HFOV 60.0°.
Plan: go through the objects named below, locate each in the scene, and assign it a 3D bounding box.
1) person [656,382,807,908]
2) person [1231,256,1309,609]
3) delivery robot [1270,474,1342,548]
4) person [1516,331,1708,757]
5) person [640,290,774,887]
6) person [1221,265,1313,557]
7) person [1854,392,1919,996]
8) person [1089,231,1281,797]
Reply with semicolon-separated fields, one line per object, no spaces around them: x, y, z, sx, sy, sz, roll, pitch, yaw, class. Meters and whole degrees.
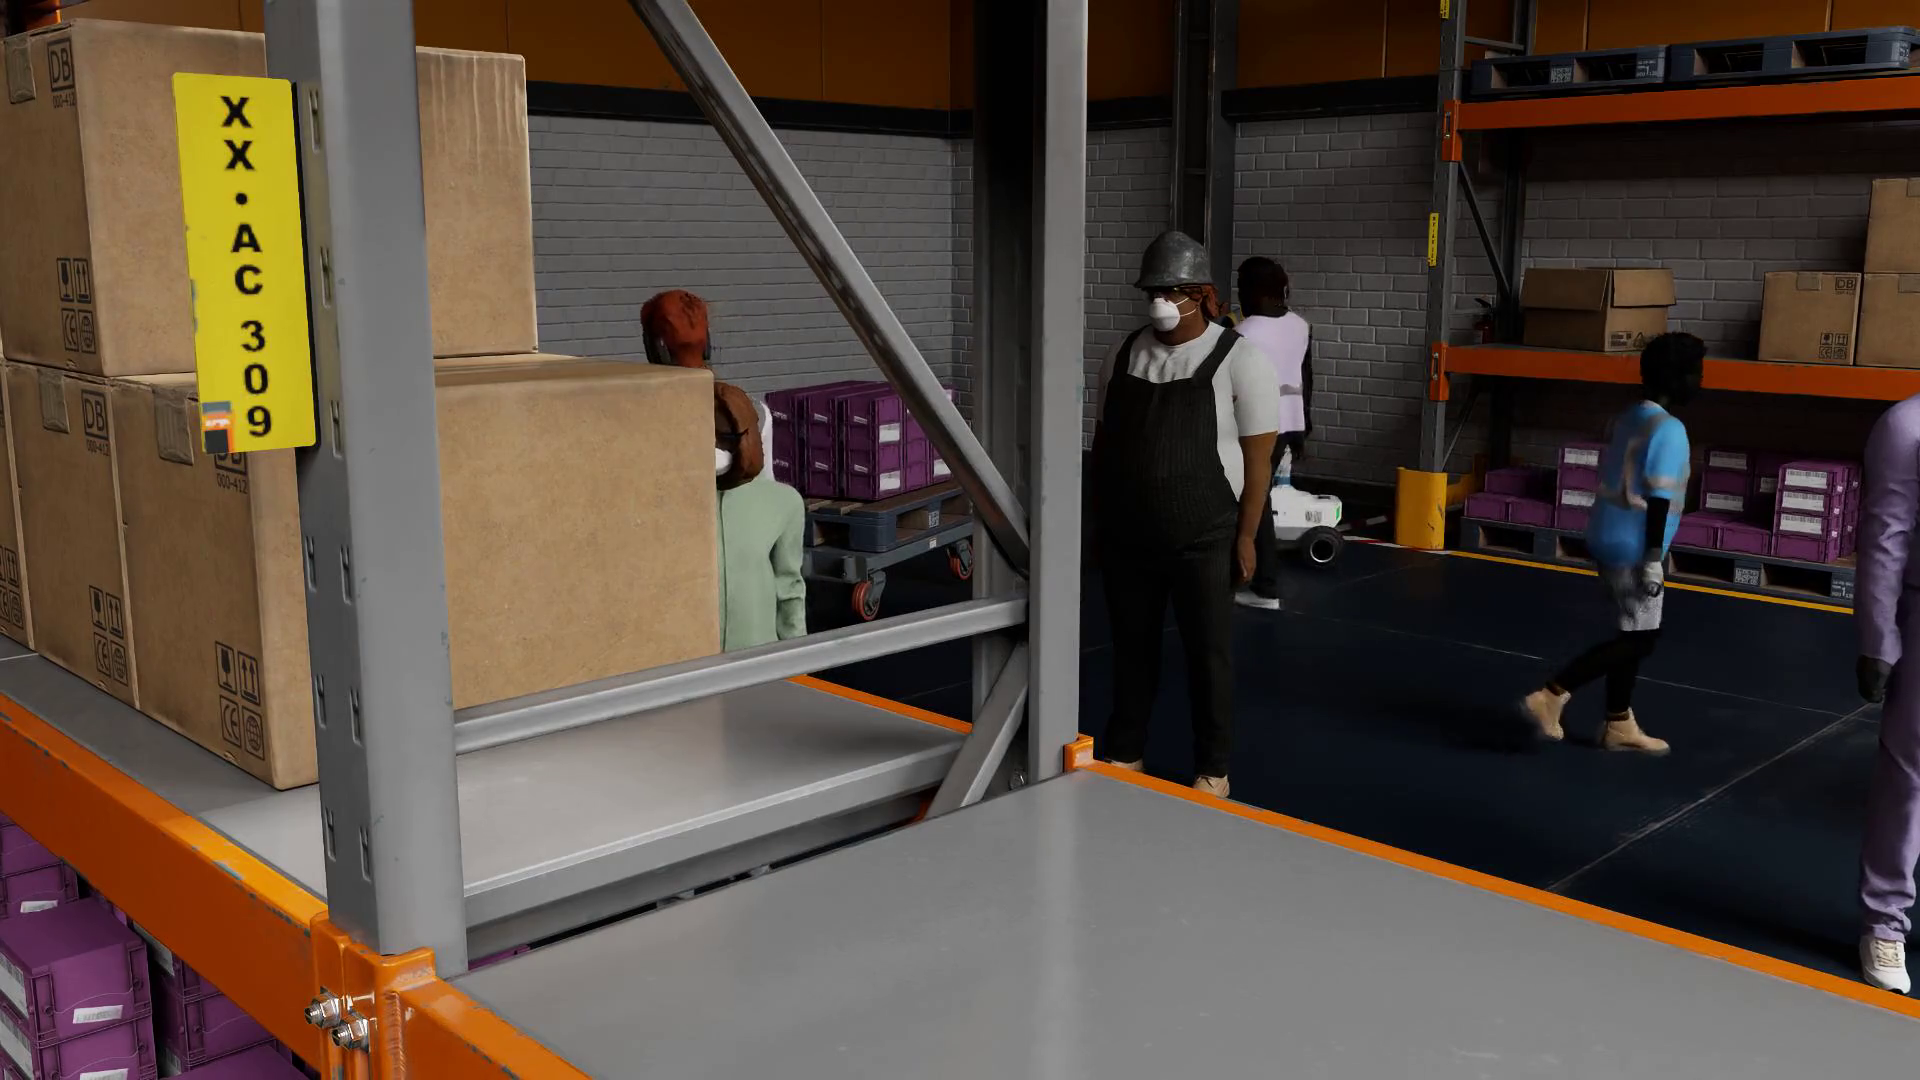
-0.654;0.380;4.585;0.498;1.633;0.284;-4;11;-22;person
1.575;-0.577;9.044;0.631;1.904;0.591;-10;14;-44;person
1.971;-0.162;10.224;0.707;0.478;0.477;1;10;6;delivery robot
2.492;0.034;6.350;0.563;1.666;0.550;2;11;11;person
-0.784;0.173;5.085;0.587;1.865;0.679;-8;13;-37;person
1.924;-0.799;10.444;0.634;1.841;0.429;-2;11;-11;person
2.720;0.276;4.407;0.659;1.908;0.405;1;10;3;person
0.733;-0.060;5.871;0.688;2.000;0.538;6;12;31;person
